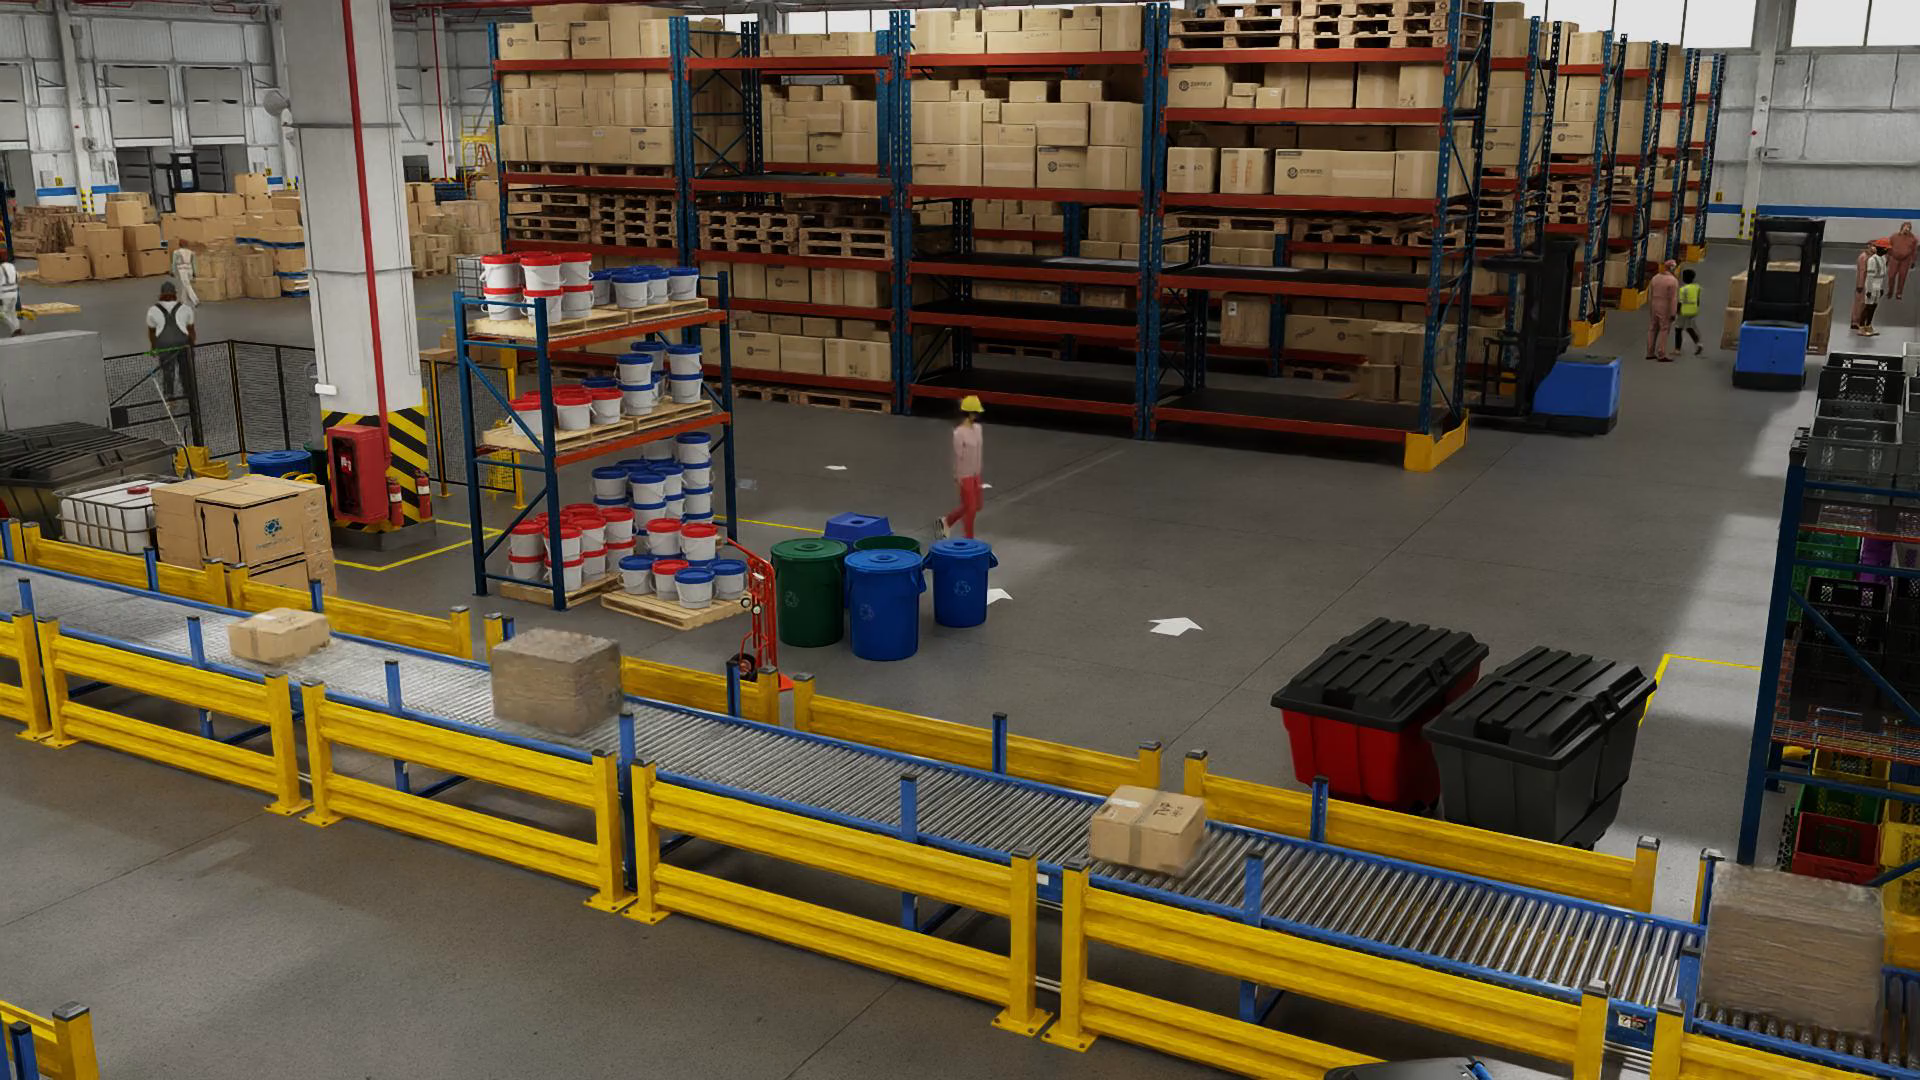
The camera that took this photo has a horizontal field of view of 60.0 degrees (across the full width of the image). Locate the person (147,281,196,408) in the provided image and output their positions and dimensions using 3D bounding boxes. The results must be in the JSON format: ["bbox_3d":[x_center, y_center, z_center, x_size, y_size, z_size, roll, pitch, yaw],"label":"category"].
[{"bbox_3d":[-12.542,-3.139,26.507,0.686,2.000,0.923,-5,16,-19],"label":"person"}]

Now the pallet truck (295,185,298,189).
[{"bbox_3d":[-26.804,-14.617,69.738,1.885,1.965,0.823,-14,20,-42],"label":"pallet truck"}]

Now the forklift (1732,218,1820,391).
[{"bbox_3d":[13.993,-4.074,28.415,1.129,2.768,1.873,8,17,27],"label":"forklift"}]

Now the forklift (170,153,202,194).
[{"bbox_3d":[-28.889,-13.072,62.240,1.873,2.768,1.129,8,17,28],"label":"forklift"}]

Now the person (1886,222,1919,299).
[{"bbox_3d":[22.982,-6.810,40.610,0.666,1.883,0.617,8,17,27],"label":"person"}]

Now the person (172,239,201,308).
[{"bbox_3d":[-18.225,-6.297,39.230,0.869,1.591,0.519,8,17,28],"label":"person"}]

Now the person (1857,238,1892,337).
[{"bbox_3d":[18.919,-5.217,34.349,0.602,2.036,0.406,-13,19,-40],"label":"person"}]

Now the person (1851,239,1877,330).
[{"bbox_3d":[19.333,-5.447,35.449,0.642,1.905,0.399,-12,19,-38],"label":"person"}]

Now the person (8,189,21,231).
[{"bbox_3d":[-33.593,-11.573,58.911,0.536,1.673,0.686,12,19,39],"label":"person"}]

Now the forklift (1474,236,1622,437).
[{"bbox_3d":[8.774,-3.043,24.540,1.873,2.768,1.129,8,17,28],"label":"forklift"}]

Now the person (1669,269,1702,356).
[{"bbox_3d":[13.864,-4.318,31.628,0.547,1.678,0.600,-5,16,-17],"label":"person"}]

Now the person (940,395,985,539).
[{"bbox_3d":[0.035,-0.713,17.959,0.598,1.759,0.527,9,17,31],"label":"person"}]

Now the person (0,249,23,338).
[{"bbox_3d":[-19.291,-4.950,33.645,0.418,1.866,0.599,1,15,4],"label":"person"}]

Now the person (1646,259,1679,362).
[{"bbox_3d":[13.181,-4.290,31.112,0.399,1.901,0.643,-5,16,-19],"label":"person"}]
